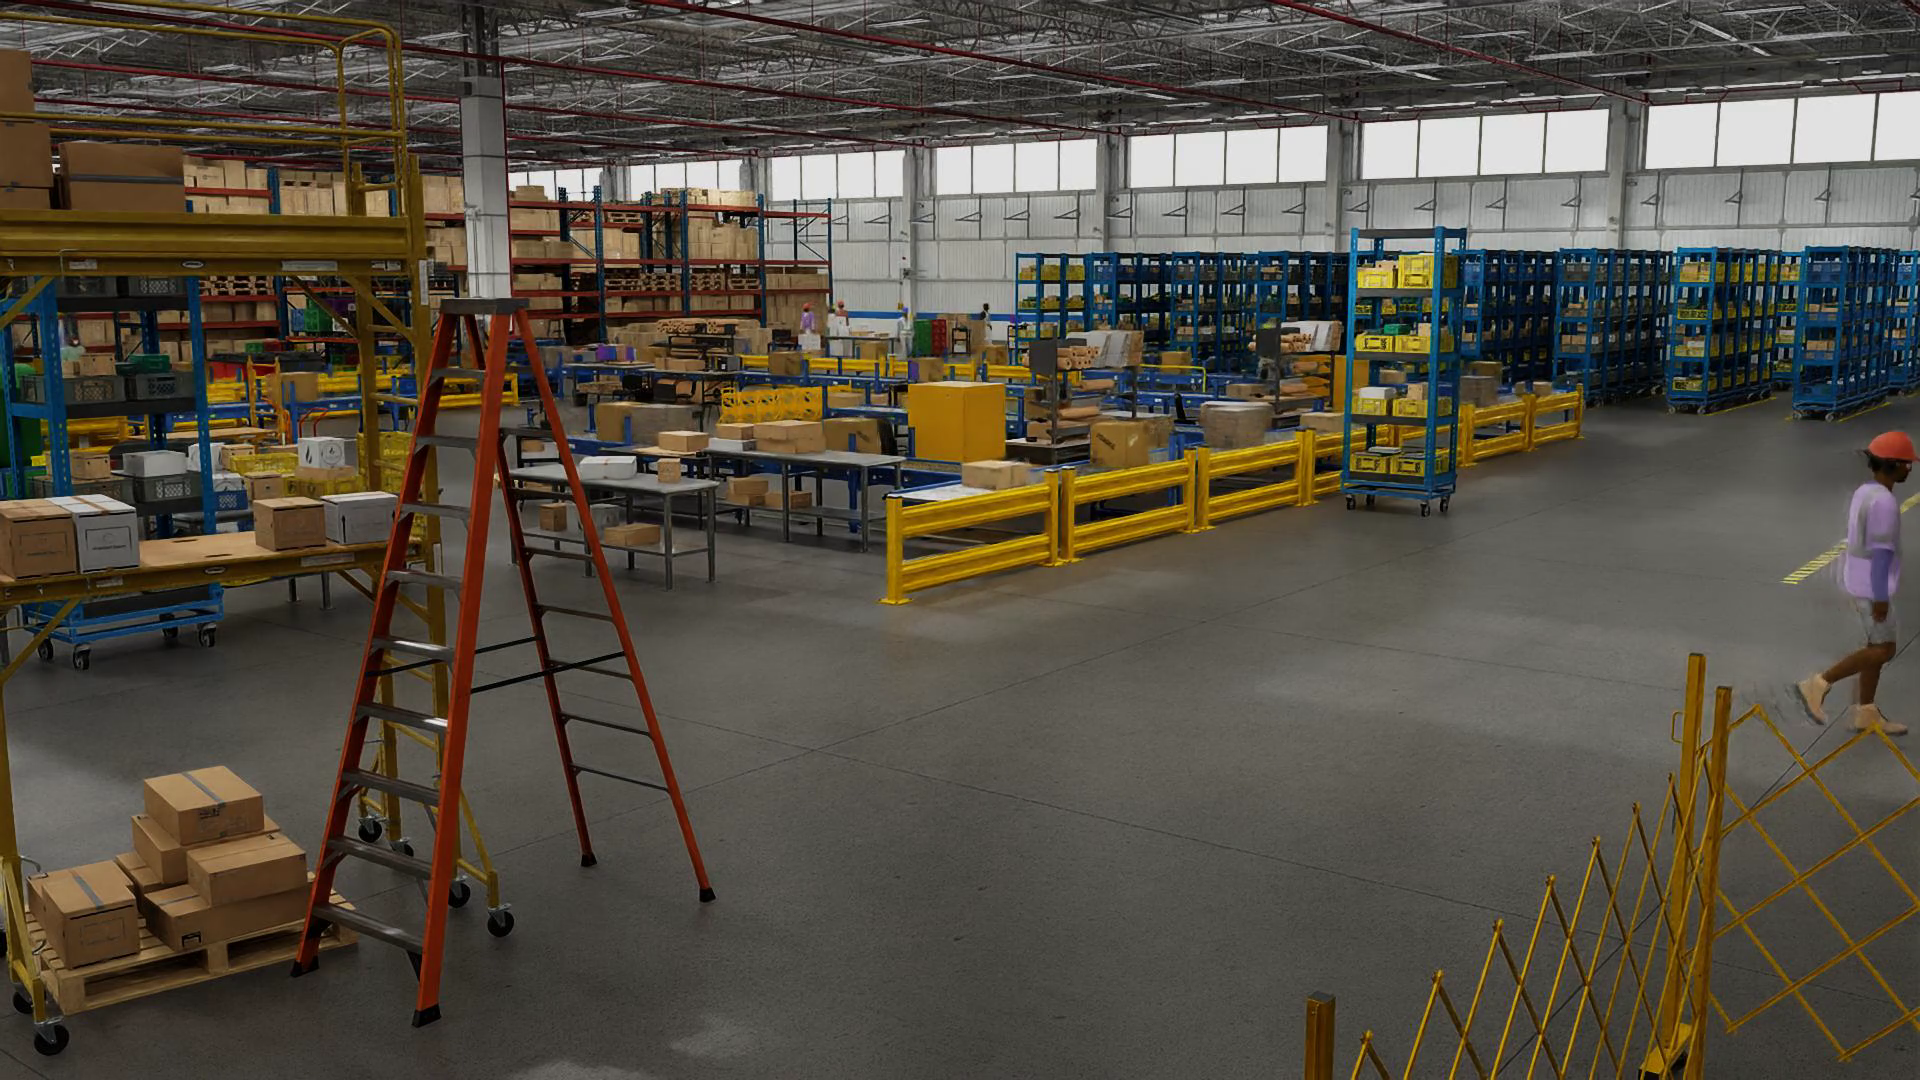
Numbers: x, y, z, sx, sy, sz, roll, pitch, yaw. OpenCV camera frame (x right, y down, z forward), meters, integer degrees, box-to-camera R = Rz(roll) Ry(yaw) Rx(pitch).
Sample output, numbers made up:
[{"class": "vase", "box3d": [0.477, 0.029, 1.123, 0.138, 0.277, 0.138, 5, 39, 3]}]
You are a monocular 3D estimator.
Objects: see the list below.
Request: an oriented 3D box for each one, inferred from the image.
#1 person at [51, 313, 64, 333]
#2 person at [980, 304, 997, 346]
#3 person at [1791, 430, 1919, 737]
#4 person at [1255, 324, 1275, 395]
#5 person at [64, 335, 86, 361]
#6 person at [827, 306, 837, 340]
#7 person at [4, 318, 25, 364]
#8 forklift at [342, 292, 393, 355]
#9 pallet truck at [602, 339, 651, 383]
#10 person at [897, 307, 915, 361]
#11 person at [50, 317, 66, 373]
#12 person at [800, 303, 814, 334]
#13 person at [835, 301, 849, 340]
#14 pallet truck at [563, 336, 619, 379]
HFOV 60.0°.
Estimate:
[{"class": "person", "box3d": [-30.235, -6.764, 55.685, 0.612, 1.780, 0.968, 8, 12, 40]}, {"class": "person", "box3d": [1.149, -8.806, 68.350, 0.907, 1.800, 0.639, 1, 9, 9]}, {"class": "person", "box3d": [5.894, 0.290, 10.861, 0.625, 2.029, 0.618, 3, 10, 20]}, {"class": "person", "box3d": [7.584, -4.495, 41.487, 0.597, 1.780, 0.933, -9, 12, -43]}, {"class": "person", "box3d": [-20.934, -4.066, 39.371, 0.770, 1.602, 0.507, 7, 11, 37]}, {"class": "person", "box3d": [-5.061, -8.606, 67.304, 0.545, 1.723, 0.861, 8, 12, 40]}, {"class": "person", "box3d": [-27.872, -5.727, 48.994, 0.955, 1.853, 0.631, 0, 9, 1]}, {"class": "forklift", "box3d": [-16.485, -5.622, 45.120, 1.129, 2.768, 1.873, 7, 11, 37]}, {"class": "pallet truck", "box3d": [-8.991, -4.871, 45.351, 0.653, 1.274, 1.630, 7, 11, 37]}, {"class": "person", "box3d": [-1.791, -6.735, 55.016, 0.636, 1.927, 0.446, -4, 10, -23]}, {"class": "person", "box3d": [-23.199, -4.748, 42.671, 0.570, 1.908, 0.660, -3, 10, -17]}, {"class": "person", "box3d": [-5.920, -8.270, 64.732, 0.560, 1.896, 0.987, 7, 11, 37]}, {"class": "person", "box3d": [-4.533, -8.141, 63.596, 0.610, 1.996, 0.379, -6, 11, -32]}, {"class": "pallet truck", "box3d": [-10.690, -5.294, 48.215, 1.601, 1.201, 0.680, -5, 10, -26]}]
